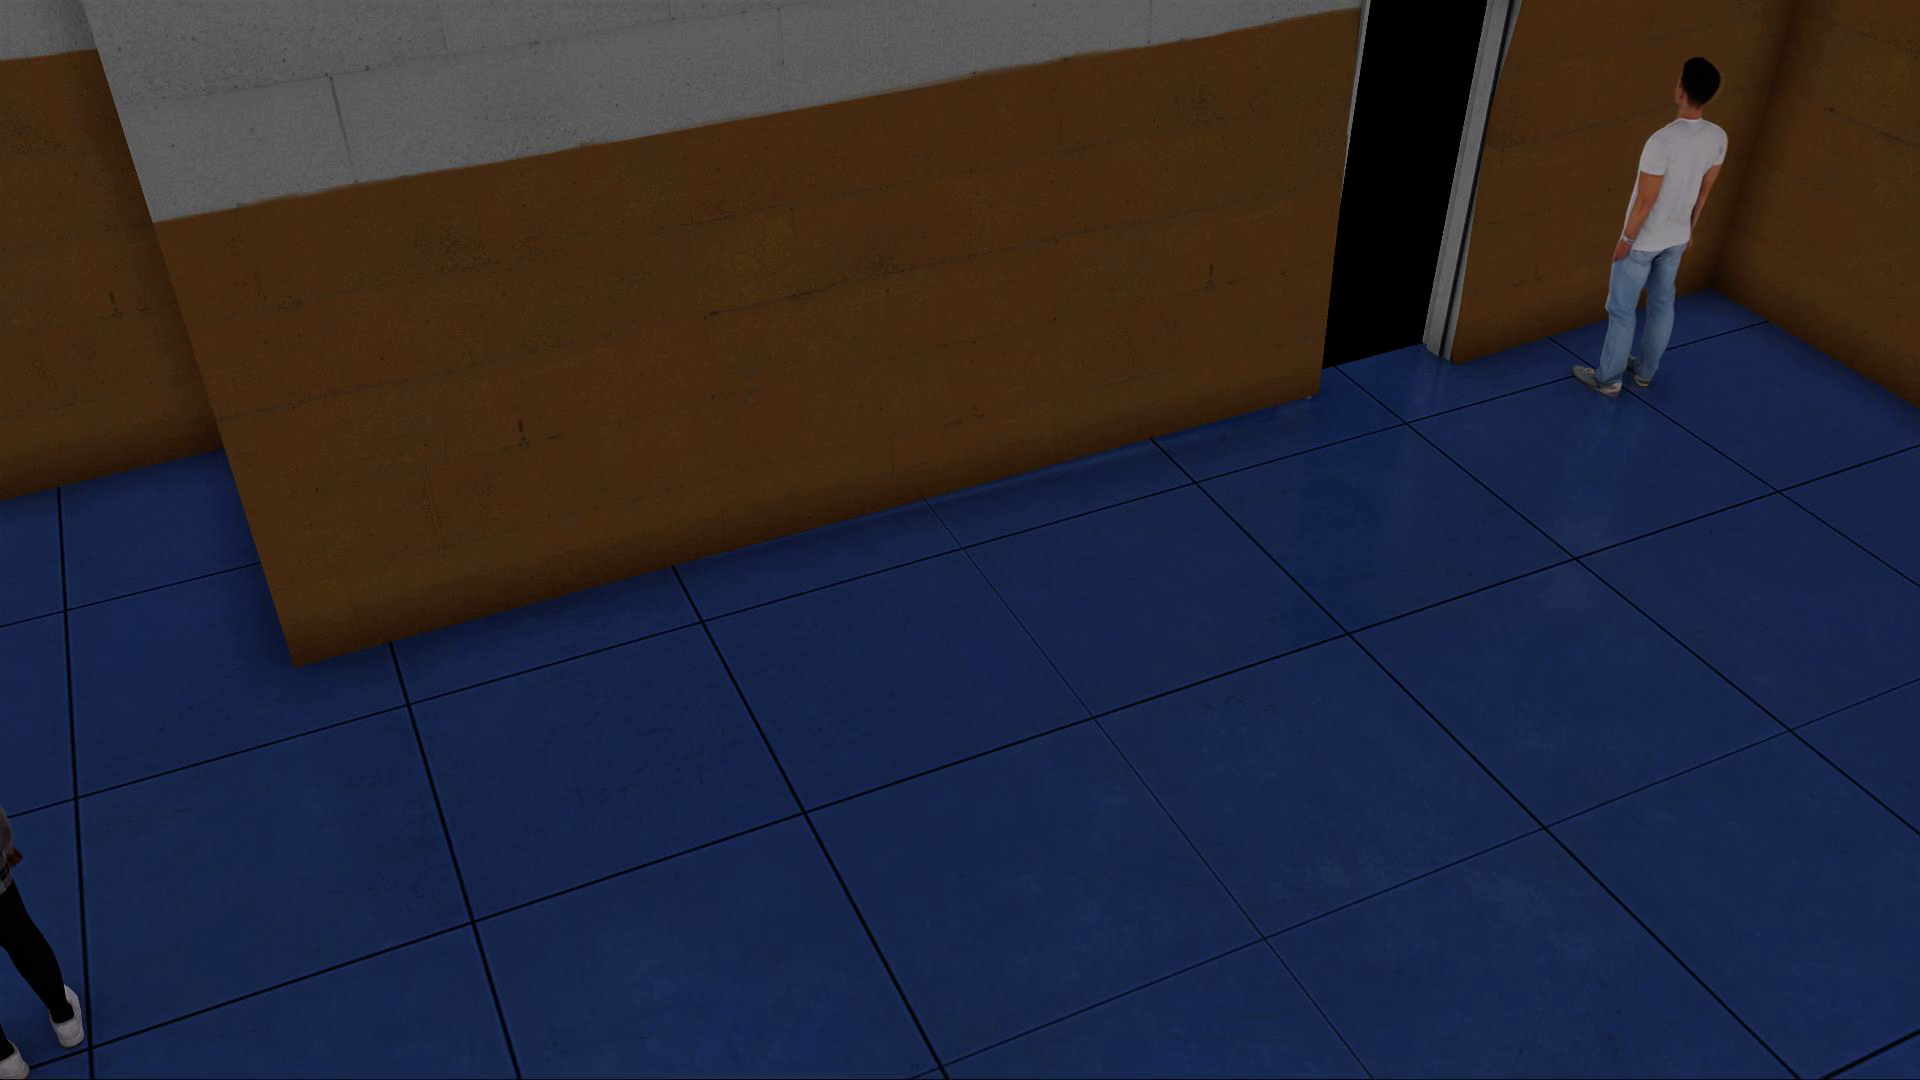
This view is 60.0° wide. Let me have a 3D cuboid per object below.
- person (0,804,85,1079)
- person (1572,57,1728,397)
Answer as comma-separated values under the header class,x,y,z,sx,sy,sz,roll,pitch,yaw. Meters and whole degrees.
class,x,y,z,sx,sy,sz,roll,pitch,yaw
person,-3.244,1.069,5.298,0.659,1.772,0.688,30,46,34
person,3.697,-1.634,8.823,0.678,1.864,0.548,-14,39,-18
